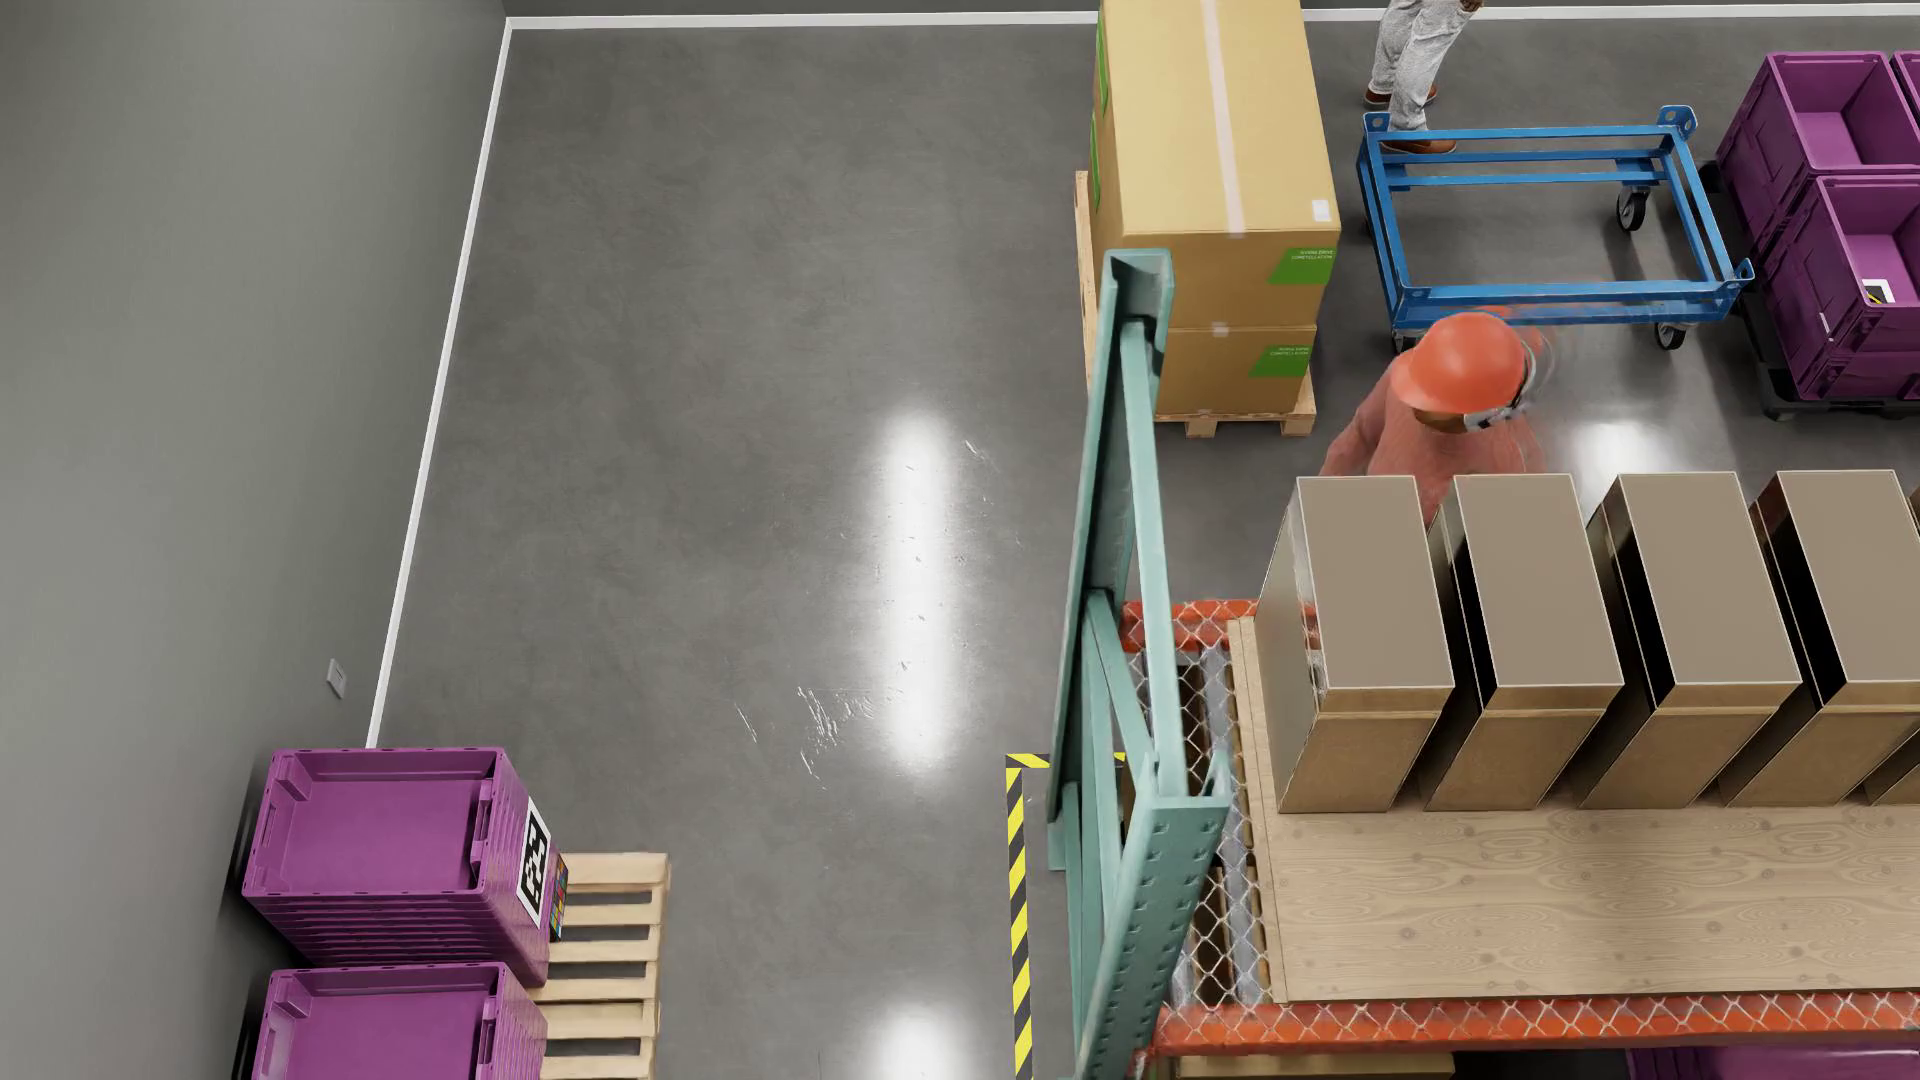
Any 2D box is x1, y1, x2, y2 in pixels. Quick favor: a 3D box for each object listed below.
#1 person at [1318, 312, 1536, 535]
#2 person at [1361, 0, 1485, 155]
[{"bbox_3d":[1.233,0.011,4.656,1.047,1.941,0.639,-11,58,-7],"label":"person"},{"bbox_3d":[1.832,-2.241,6.076,0.353,1.937,0.635,-3,58,-2],"label":"person"}]
